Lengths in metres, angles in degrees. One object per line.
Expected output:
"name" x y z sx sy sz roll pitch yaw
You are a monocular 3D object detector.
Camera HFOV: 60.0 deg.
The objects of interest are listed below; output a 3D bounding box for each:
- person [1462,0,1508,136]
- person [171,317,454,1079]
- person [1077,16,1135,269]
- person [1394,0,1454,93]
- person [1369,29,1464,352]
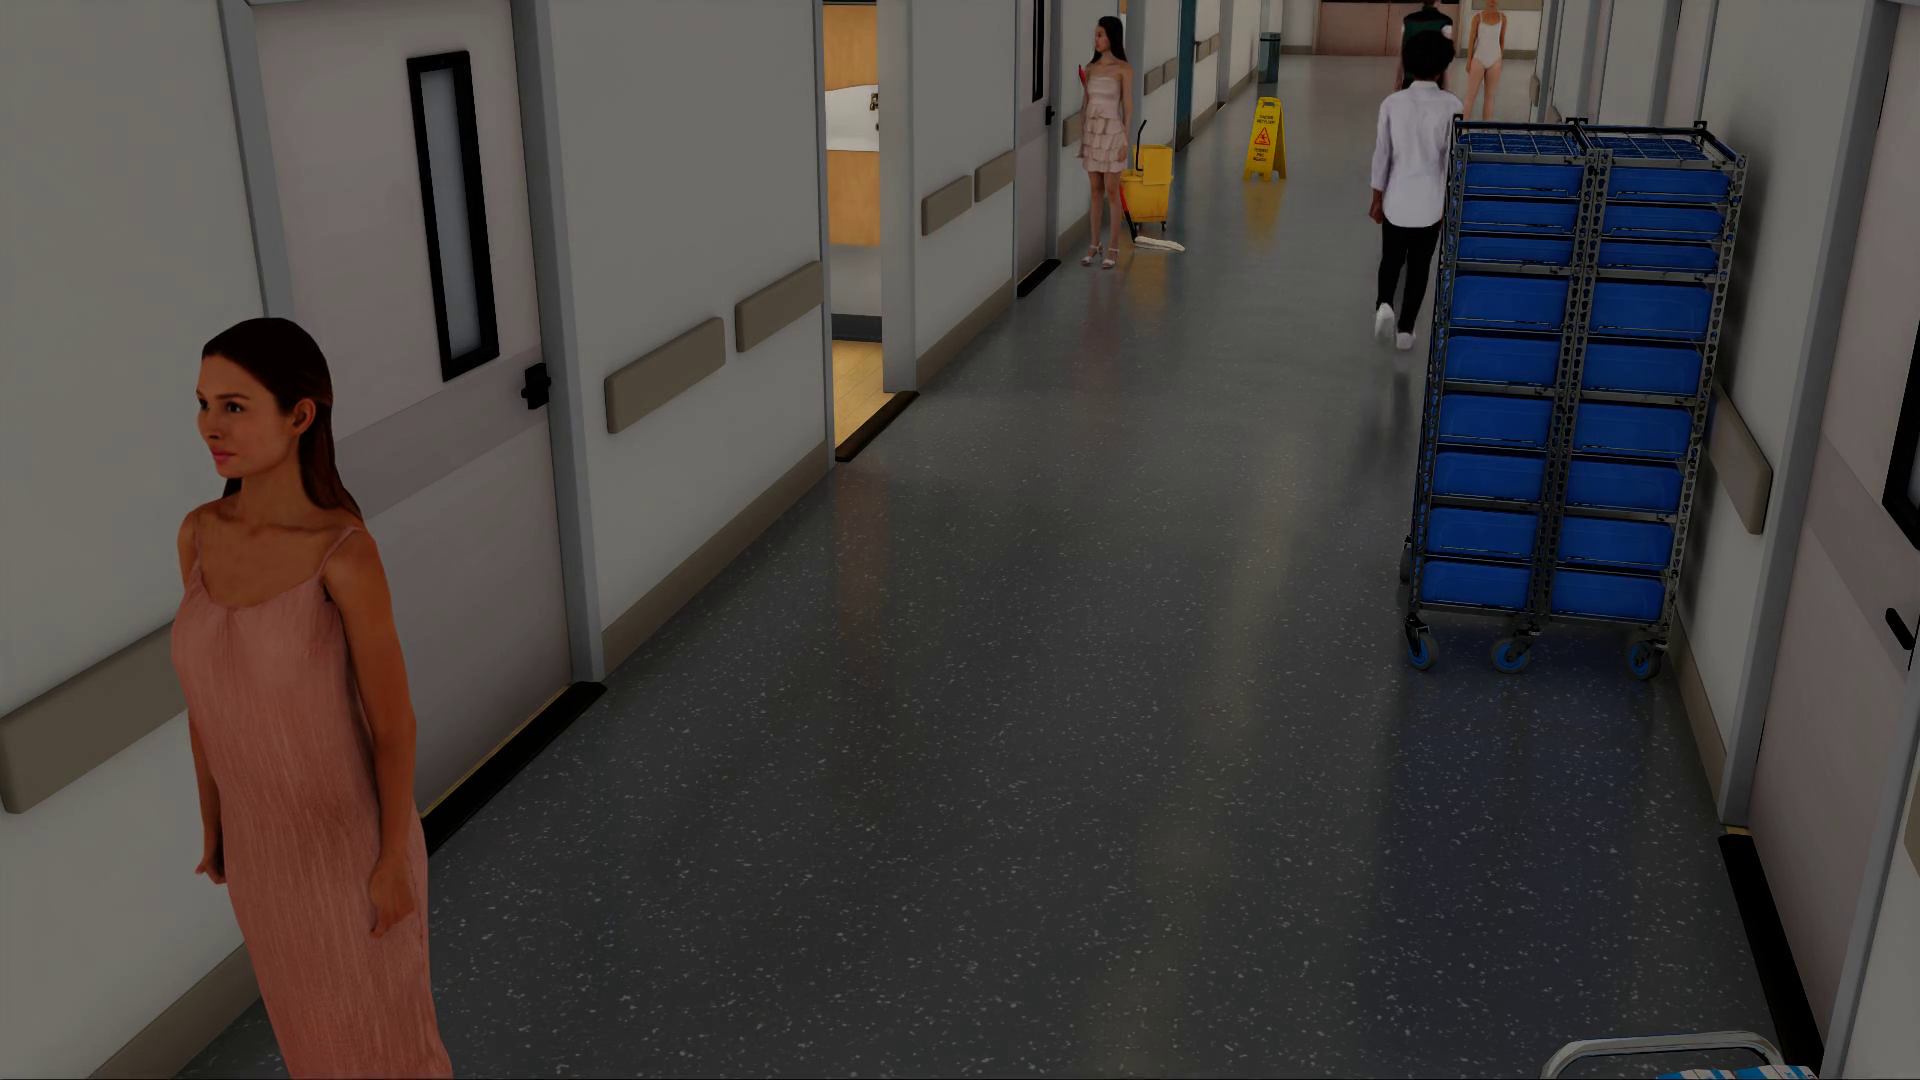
"person" 5.865 -5.331 18.569 0.598 1.644 0.546 0 21 0
"person" -1.087 0.520 2.856 0.595 1.832 0.526 8 22 19
"person" 1.044 -2.812 11.786 0.651 1.737 0.666 17 27 38
"person" 4.232 -4.184 15.297 0.974 1.817 1.214 17 27 38
"person" 2.557 -1.931 9.377 0.688 1.798 0.875 8 22 20
